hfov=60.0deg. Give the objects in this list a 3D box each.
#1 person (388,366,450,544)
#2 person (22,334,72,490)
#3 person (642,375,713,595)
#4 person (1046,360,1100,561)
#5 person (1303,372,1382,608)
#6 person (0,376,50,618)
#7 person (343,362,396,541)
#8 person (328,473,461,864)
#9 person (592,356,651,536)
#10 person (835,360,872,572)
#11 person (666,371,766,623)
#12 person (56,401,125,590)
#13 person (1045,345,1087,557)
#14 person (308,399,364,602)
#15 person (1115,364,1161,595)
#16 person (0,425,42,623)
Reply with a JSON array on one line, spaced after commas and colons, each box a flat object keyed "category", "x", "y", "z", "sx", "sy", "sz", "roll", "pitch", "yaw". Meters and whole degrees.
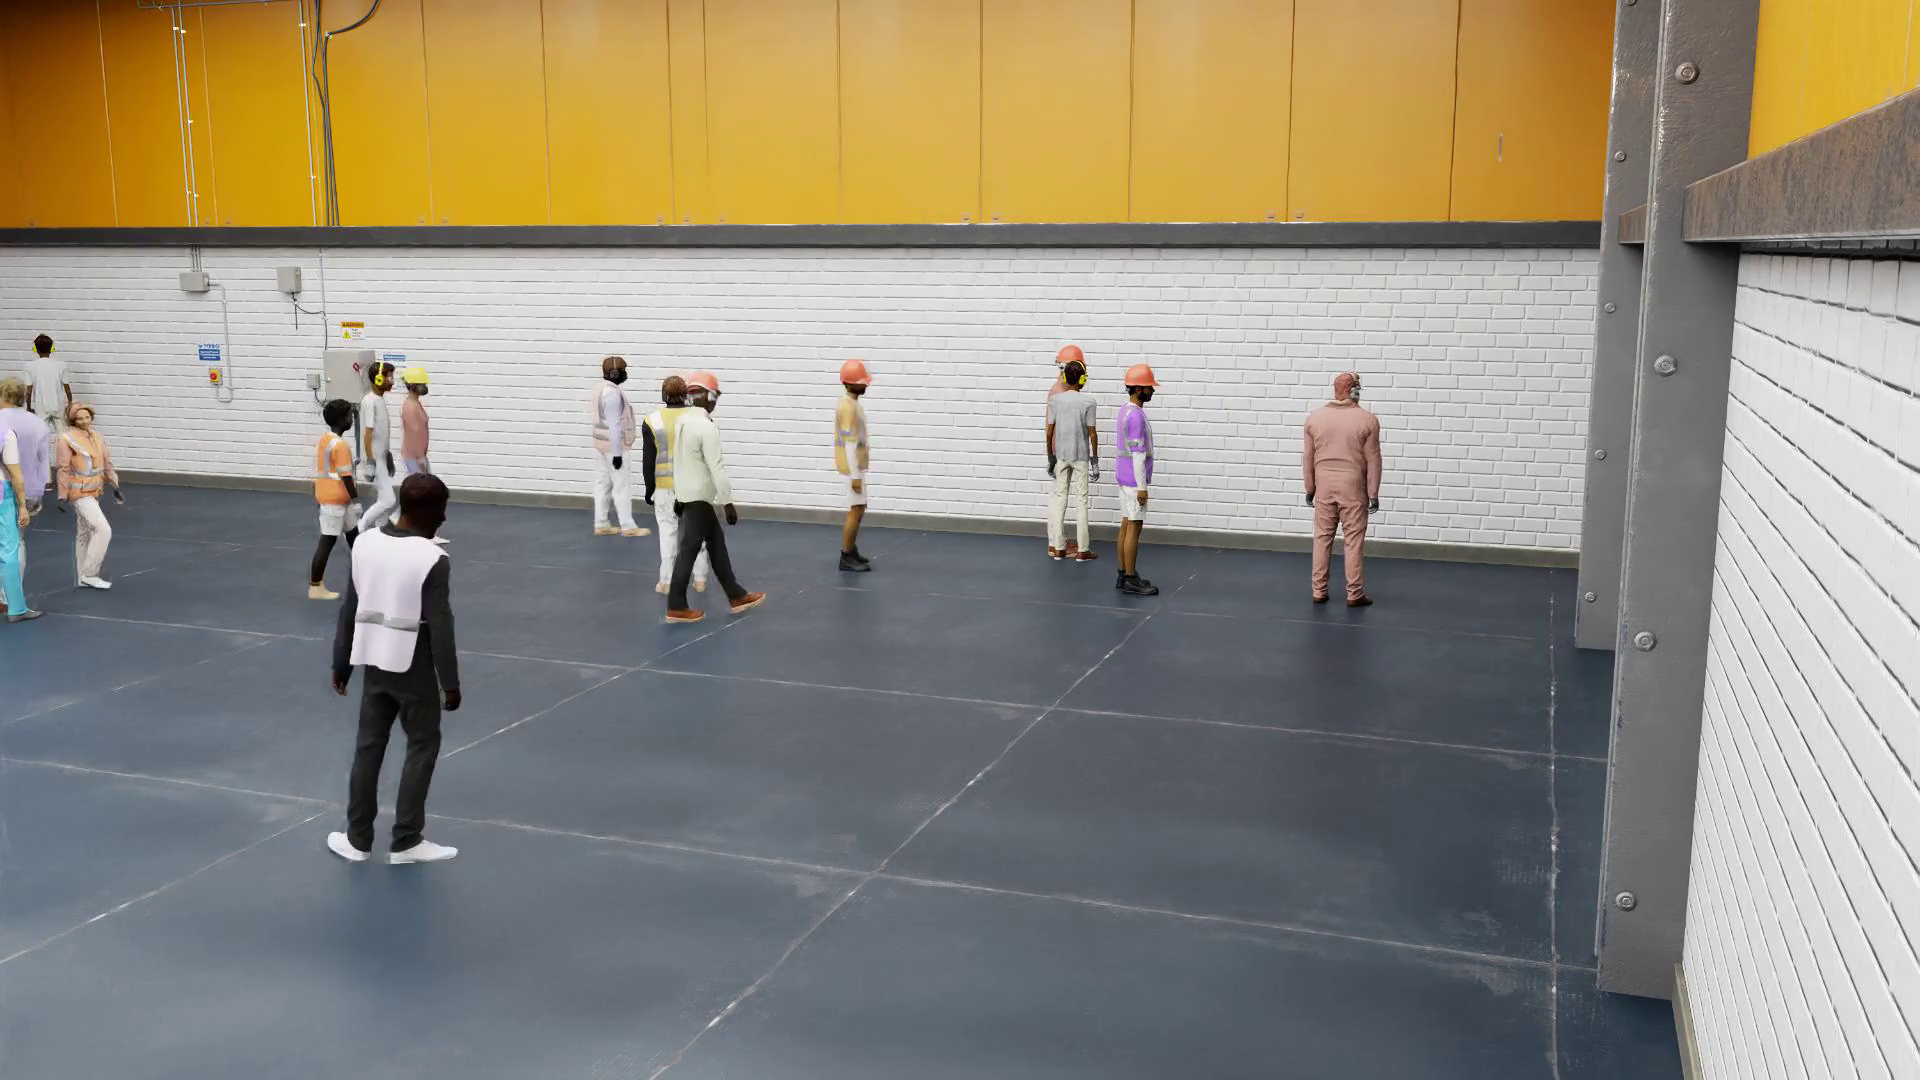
[{"category": "person", "x": -5.319, "y": -0.820, "z": 16.245, "sx": 0.532, "sy": 1.756, "sz": 0.546, "roll": -2, "pitch": 10, "yaw": -10}, {"category": "person", "x": -10.894, "y": -1.527, "z": 19.903, "sx": 0.533, "sy": 1.871, "sz": 0.320, "roll": -7, "pitch": 12, "yaw": -36}, {"category": "person", "x": -2.366, "y": -0.461, "z": 13.978, "sx": 0.627, "sy": 1.844, "sz": 0.429, "roll": -5, "pitch": 11, "yaw": -25}, {"category": "person", "x": 1.049, "y": -0.733, "z": 15.445, "sx": 0.535, "sy": 1.863, "sz": 0.309, "roll": 5, "pitch": 11, "yaw": 26}, {"category": "person", "x": 3.113, "y": -0.410, "z": 13.512, "sx": 0.645, "sy": 1.905, "sz": 0.400, "roll": 7, "pitch": 12, "yaw": 33}, {"category": "person", "x": -7.548, "y": -0.332, "z": 13.149, "sx": 0.493, "sy": 1.907, "sz": 0.676, "roll": 3, "pitch": 10, "yaw": 16}, {"category": "person", "x": -5.473, "y": -0.745, "z": 15.556, "sx": 0.469, "sy": 1.849, "sz": 0.567, "roll": -2, "pitch": 10, "yaw": -10}, {"category": "person", "x": -2.710, "y": 0.610, "z": 7.870, "sx": 0.771, "sy": 1.871, "sz": 0.393, "roll": 5, "pitch": 11, "yaw": 24}, {"category": "person", "x": -3.462, "y": -0.939, "z": 16.718, "sx": 0.437, "sy": 1.841, "sz": 0.637, "roll": -5, "pitch": 11, "yaw": -25}, {"category": "person", "x": -0.956, "y": -0.660, "z": 14.951, "sx": 0.320, "sy": 1.899, "sz": 0.683, "roll": 0, "pitch": 10, "yaw": -2}, {"category": "person", "x": -1.908, "y": -0.335, "z": 12.977, "sx": 0.965, "sy": 1.932, "sz": 0.686, "roll": -5, "pitch": 11, "yaw": -27}, {"category": "person", "x": -7.359, "y": -0.368, "z": 14.066, "sx": 0.418, "sy": 1.620, "sz": 0.517, "roll": -1, "pitch": 10, "yaw": -6}, {"category": "person", "x": 1.002, "y": -0.843, "z": 15.710, "sx": 0.396, "sy": 1.988, "sz": 0.614, "roll": 1, "pitch": 10, "yaw": 8}, {"category": "person", "x": -5.031, "y": -0.333, "z": 13.727, "sx": 0.834, "sy": 1.657, "sz": 0.556, "roll": -6, "pitch": 12, "yaw": -29}, {"category": "person", "x": 1.490, "y": -0.508, "z": 13.972, "sx": 0.357, "sy": 1.938, "sz": 0.545, "roll": -1, "pitch": 10, "yaw": -5}, {"category": "person", "x": -7.494, "y": -0.263, "z": 12.839, "sx": 0.565, "sy": 1.849, "sz": 0.390, "roll": 0, "pitch": 10, "yaw": 2}]
